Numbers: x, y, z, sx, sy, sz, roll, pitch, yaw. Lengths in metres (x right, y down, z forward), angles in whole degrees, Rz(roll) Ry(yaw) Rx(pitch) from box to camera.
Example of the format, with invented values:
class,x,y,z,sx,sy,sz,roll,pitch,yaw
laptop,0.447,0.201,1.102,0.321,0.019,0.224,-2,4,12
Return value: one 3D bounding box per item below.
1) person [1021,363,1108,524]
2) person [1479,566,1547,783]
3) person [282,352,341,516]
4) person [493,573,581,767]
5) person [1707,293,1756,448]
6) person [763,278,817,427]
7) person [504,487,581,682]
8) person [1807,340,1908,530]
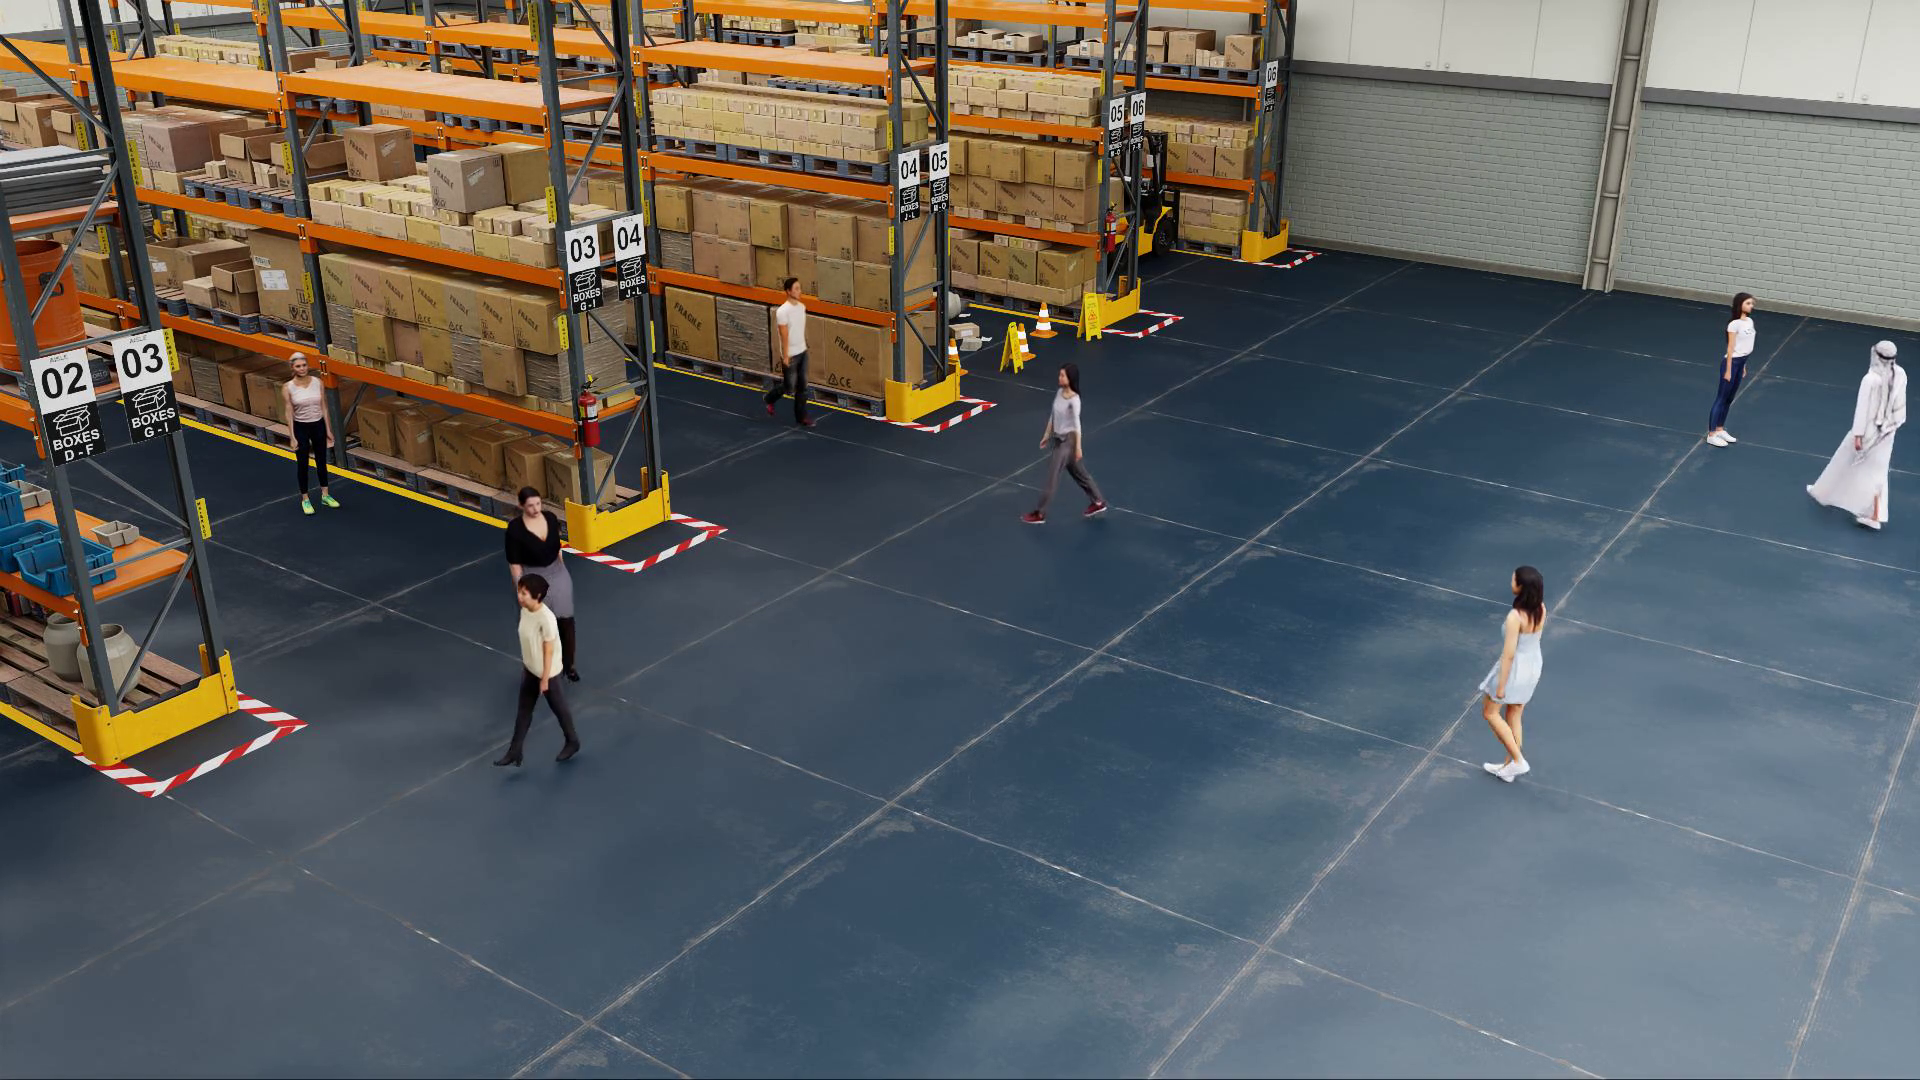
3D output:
class,x,y,z,sx,sy,sz,roll,pitch,yaw
person,1.173,-0.970,16.905,1.140,1.685,1.138,-6,24,-14
person,4.142,1.025,12.166,0.712,1.722,0.790,-16,28,-32
person,-6.754,-1.130,17.260,0.646,1.701,0.593,-21,31,-40
person,-3.071,0.971,12.495,0.781,1.564,0.888,-20,30,-38
person,8.882,-1.973,19.150,0.634,1.773,0.596,-19,30,-38
person,-2.044,-2.221,19.708,0.894,1.792,0.640,14,27,30
person,-3.536,0.337,13.766,0.780,1.736,0.864,-20,30,-39
person,9.268,-1.029,16.787,1.182,1.885,1.264,-4,23,-10
